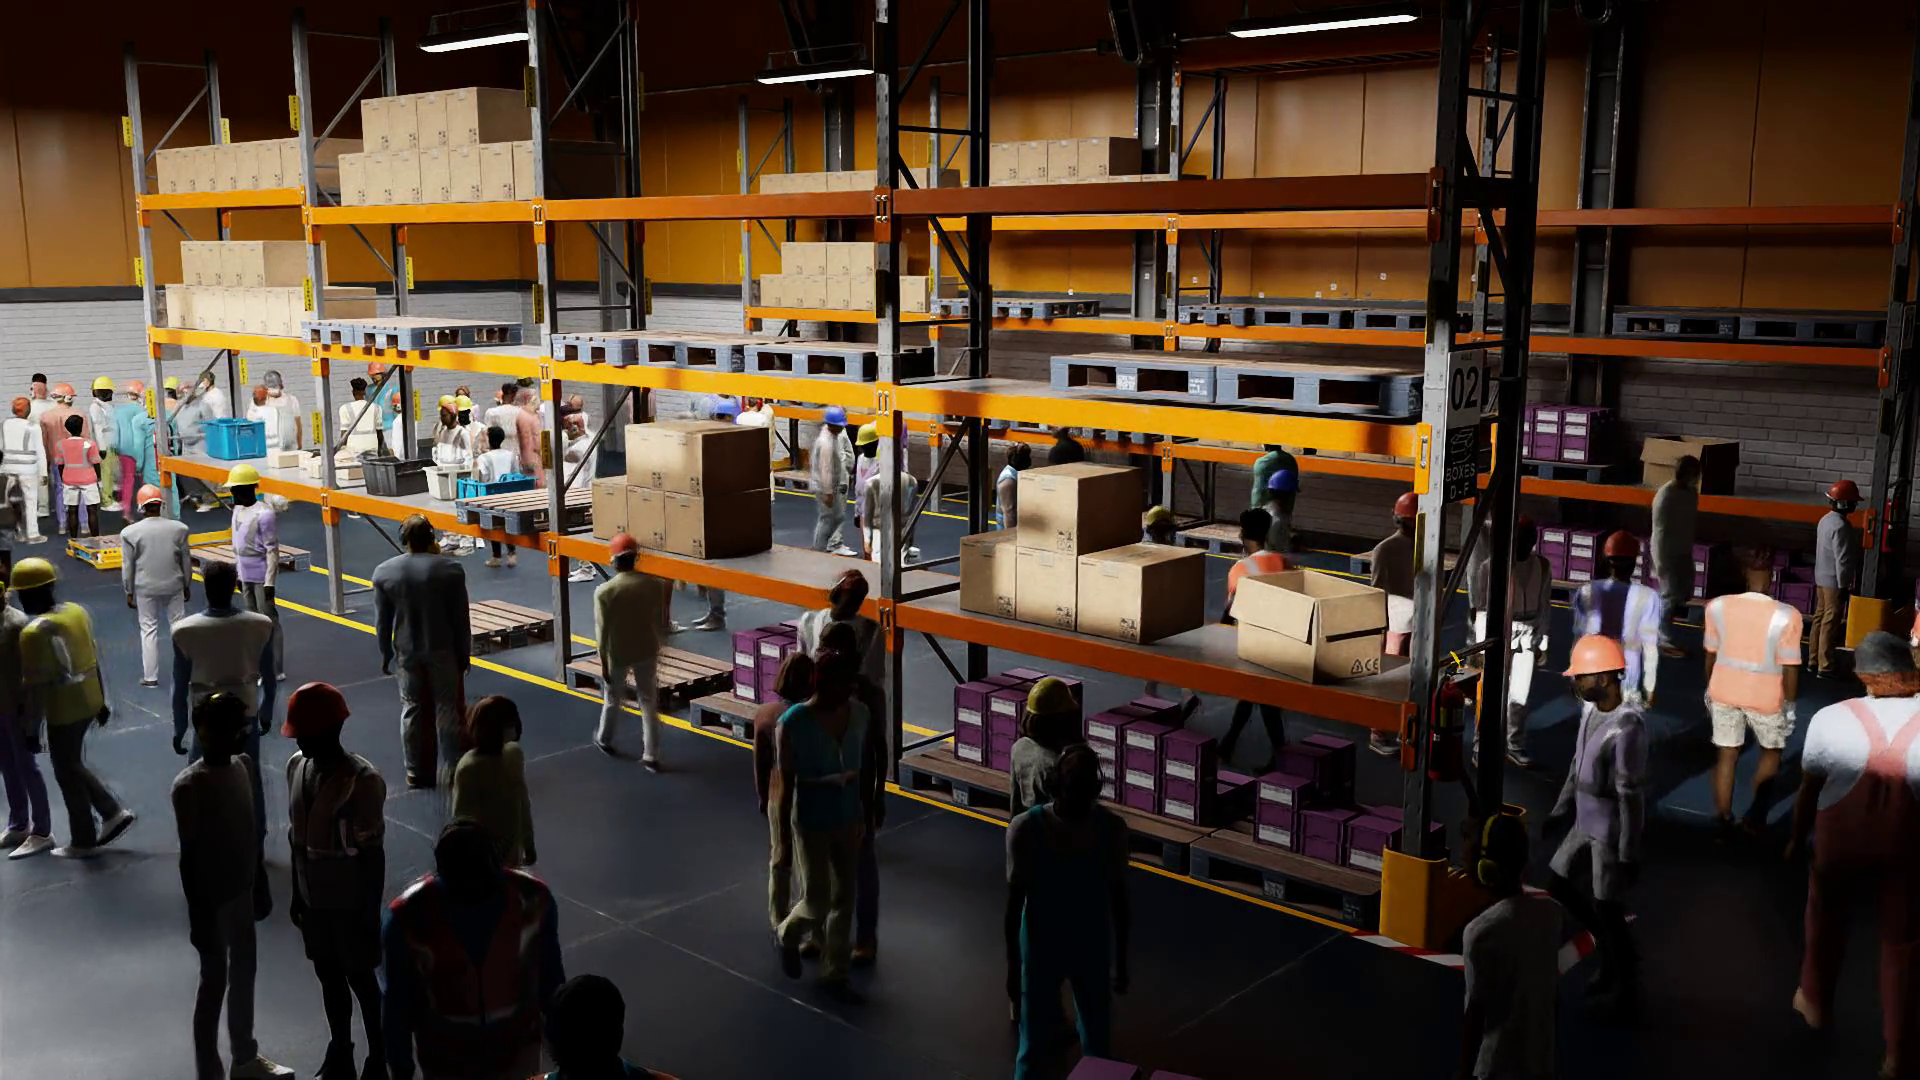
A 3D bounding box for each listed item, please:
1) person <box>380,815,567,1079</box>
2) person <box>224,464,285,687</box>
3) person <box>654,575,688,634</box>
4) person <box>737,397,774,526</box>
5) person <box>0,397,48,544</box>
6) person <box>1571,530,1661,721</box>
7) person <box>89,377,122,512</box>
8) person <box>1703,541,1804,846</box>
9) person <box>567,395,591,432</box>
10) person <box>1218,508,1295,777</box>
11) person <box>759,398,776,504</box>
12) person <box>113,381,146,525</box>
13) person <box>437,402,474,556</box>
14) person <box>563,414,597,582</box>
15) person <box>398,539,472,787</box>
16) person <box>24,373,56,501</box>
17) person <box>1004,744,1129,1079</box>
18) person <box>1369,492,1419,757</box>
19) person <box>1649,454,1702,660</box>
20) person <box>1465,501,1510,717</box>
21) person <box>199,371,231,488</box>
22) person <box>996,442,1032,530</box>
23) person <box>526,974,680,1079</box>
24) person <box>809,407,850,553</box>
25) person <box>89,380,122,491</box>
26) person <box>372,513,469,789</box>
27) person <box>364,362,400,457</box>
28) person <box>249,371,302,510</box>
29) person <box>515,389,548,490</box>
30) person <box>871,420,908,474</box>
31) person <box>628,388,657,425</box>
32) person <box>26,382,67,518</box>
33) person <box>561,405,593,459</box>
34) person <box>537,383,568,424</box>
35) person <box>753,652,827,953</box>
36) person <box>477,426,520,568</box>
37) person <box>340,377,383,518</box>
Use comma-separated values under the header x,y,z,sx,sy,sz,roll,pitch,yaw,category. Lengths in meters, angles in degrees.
x,y,z,sx,sy,sz,roll,pitch,yaw,category
-1.776,1.822,6.112,0.659,1.800,0.905,-4,11,-21,person
-6.073,0.299,14.317,0.589,1.928,0.386,9,13,40,person
-2.904,-0.025,16.220,0.397,1.909,0.599,-6,12,-32,person
-2.772,-1.071,22.331,0.564,1.837,0.401,8,13,38,person
-11.910,-0.872,21.105,0.654,1.879,0.362,0,10,0,person
4.295,0.898,10.987,0.562,1.911,0.692,7,12,36,person
-12.189,-1.371,23.771,0.371,1.926,0.585,-2,10,-12,person
4.985,0.977,10.479,0.625,1.922,0.488,9,13,41,person
-5.515,-1.273,24.023,0.311,1.638,0.523,6,11,29,person
2.064,0.727,11.928,0.717,1.904,0.901,-10,14,-44,person
-2.897,-1.399,24.456,0.354,1.739,0.572,-3,11,-19,person
-11.264,-1.200,22.745,0.619,1.957,0.998,-1,10,-5,person
-6.178,-0.744,20.348,0.575,1.882,0.359,8,13,39,person
-4.307,-0.476,18.782,0.409,1.903,0.639,0,10,-3,person
-3.698,0.845,11.696,0.531,1.765,0.327,-7,12,-36,person
-13.583,-1.531,24.735,0.584,1.909,0.392,-3,10,-15,person
0.431,1.691,6.751,0.516,1.827,0.371,-1,10,-6,person
3.304,0.620,12.353,0.616,1.986,0.407,-6,12,-31,person
6.486,0.140,15.266,0.672,1.910,0.576,-8,13,-38,person
4.349,0.476,13.536,0.598,1.841,0.878,-2,10,-10,person
-11.221,-1.594,25.033,0.364,1.931,0.634,-10,14,-43,person
0.583,-0.069,16.644,0.429,1.842,0.636,2,10,12,person
-0.958,2.048,4.455,0.591,1.917,0.379,-1,10,-6,person
-1.514,-0.619,19.574,0.499,1.911,0.640,1,10,6,person
-13.220,-1.619,25.708,0.485,1.737,0.321,9,14,42,person
-3.735,0.775,11.598,0.628,1.940,0.377,-1,10,-8,person
-8.898,-1.744,25.602,0.605,2.032,0.415,2,10,13,person
-9.862,-1.471,24.008,0.696,2.000,0.743,-8,13,-37,person
-5.717,-1.086,22.314,0.500,1.881,0.666,0,10,2,person
-0.884,-0.915,21.202,0.546,1.927,0.391,-6,12,-32,person
-4.845,-1.723,25.770,0.615,1.918,0.641,6,12,32,person
-12.792,-1.253,23.184,0.454,1.902,0.666,5,11,24,person
-4.709,-0.712,20.255,0.596,1.856,1.064,-7,12,-35,person
-5.718,-1.292,23.260,0.391,1.948,0.605,6,12,33,person
-0.861,1.402,8.910,0.499,1.634,0.285,4,11,22,person
-5.417,-0.499,19.515,0.362,1.692,0.547,10,14,44,person
-8.342,-1.286,23.210,0.610,1.962,0.379,-9,14,-43,person
